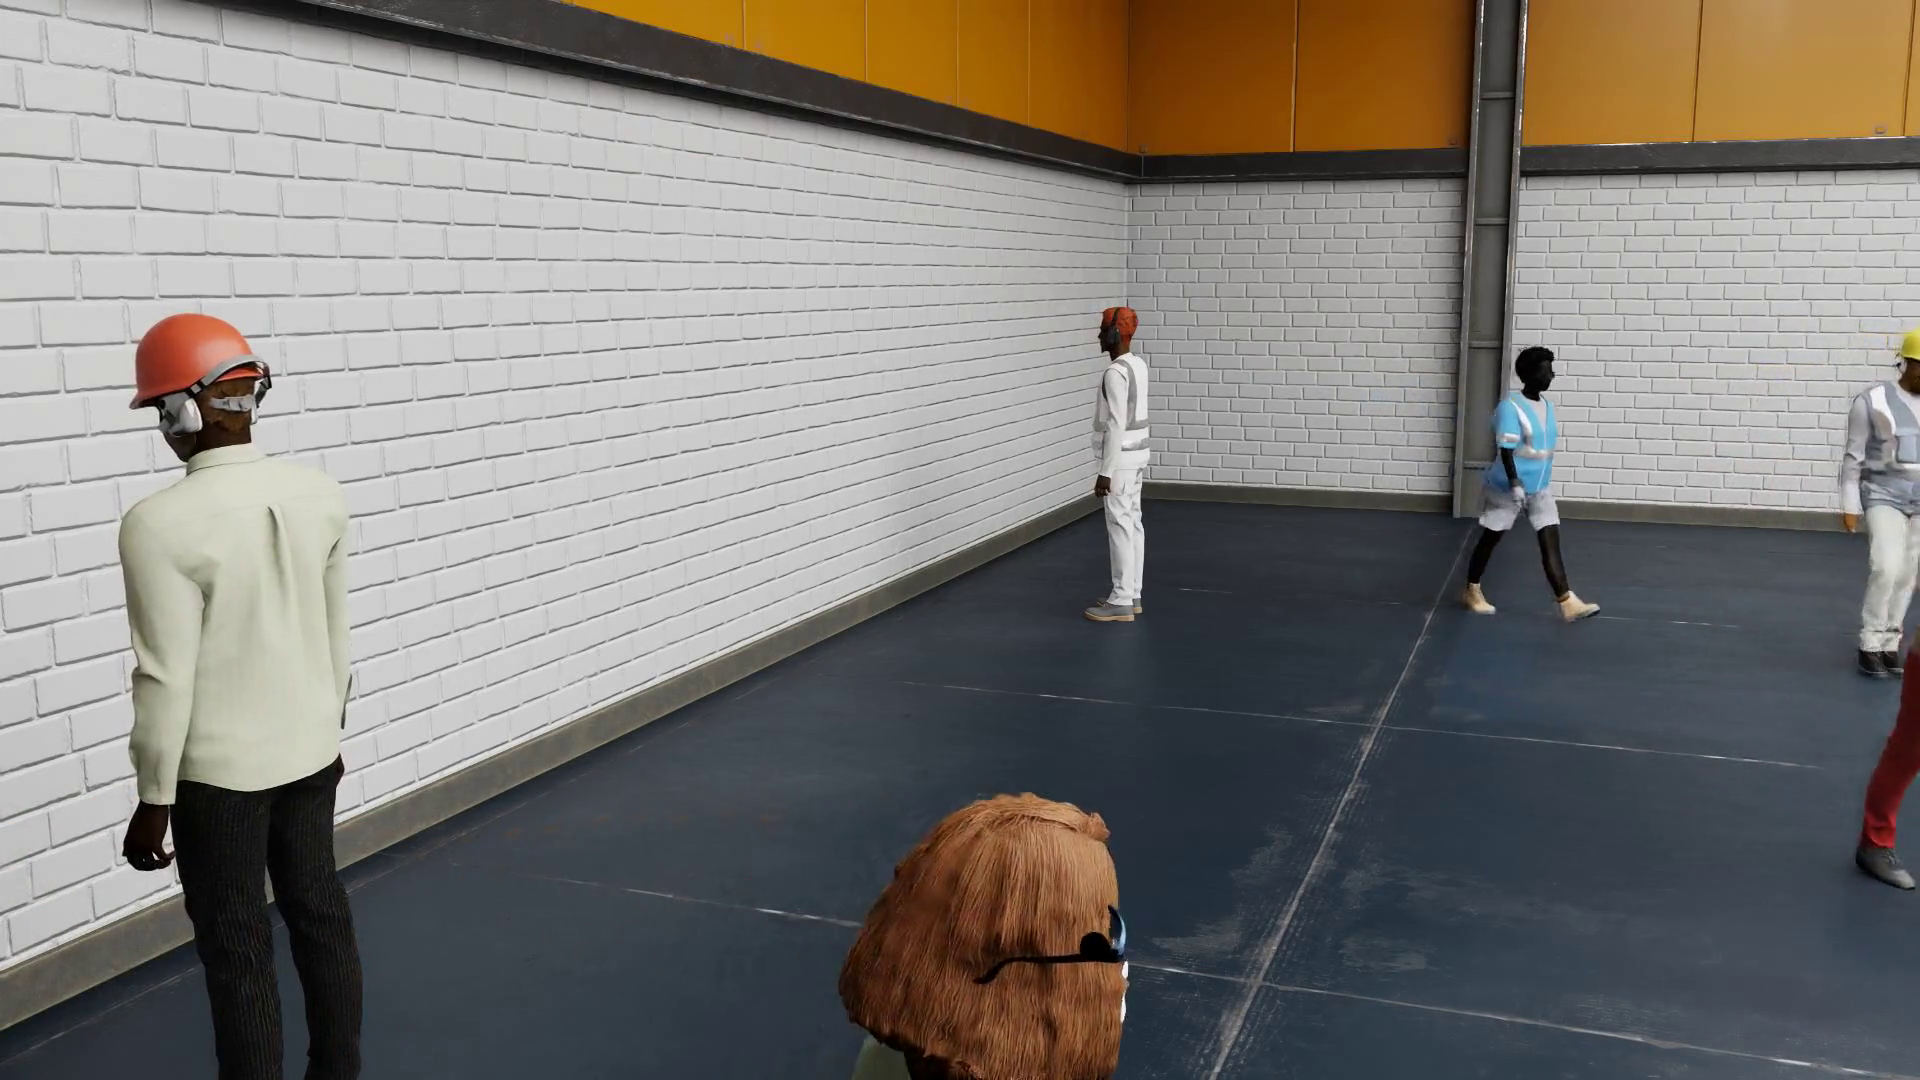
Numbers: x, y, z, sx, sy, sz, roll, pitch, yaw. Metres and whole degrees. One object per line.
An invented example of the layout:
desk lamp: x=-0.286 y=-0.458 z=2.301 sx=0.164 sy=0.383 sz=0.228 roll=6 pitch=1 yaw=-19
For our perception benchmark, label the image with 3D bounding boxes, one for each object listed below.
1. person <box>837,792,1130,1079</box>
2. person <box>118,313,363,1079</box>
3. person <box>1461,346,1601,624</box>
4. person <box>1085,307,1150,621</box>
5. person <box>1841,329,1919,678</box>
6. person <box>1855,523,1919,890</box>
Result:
person: x=0.094 y=1.020 z=1.606 sx=0.789 sy=1.594 sz=0.528 roll=-1 pitch=9 yaw=-9
person: x=-1.623 y=0.490 z=3.753 sx=0.392 sy=1.986 sz=0.611 roll=3 pitch=10 yaw=21
person: x=3.397 y=-0.328 z=9.928 sx=0.539 sy=1.640 sz=0.910 roll=-5 pitch=11 yaw=-30
person: x=0.953 y=-0.453 z=9.996 sx=0.355 sy=1.883 sz=0.573 roll=3 pitch=10 yaw=21
person: x=4.883 y=-0.184 z=8.528 sx=0.590 sy=1.810 sz=0.567 roll=0 pitch=9 yaw=2
person: x=3.278 y=0.374 z=5.321 sx=0.537 sy=1.710 sz=0.933 roll=-2 pitch=9 yaw=-12
